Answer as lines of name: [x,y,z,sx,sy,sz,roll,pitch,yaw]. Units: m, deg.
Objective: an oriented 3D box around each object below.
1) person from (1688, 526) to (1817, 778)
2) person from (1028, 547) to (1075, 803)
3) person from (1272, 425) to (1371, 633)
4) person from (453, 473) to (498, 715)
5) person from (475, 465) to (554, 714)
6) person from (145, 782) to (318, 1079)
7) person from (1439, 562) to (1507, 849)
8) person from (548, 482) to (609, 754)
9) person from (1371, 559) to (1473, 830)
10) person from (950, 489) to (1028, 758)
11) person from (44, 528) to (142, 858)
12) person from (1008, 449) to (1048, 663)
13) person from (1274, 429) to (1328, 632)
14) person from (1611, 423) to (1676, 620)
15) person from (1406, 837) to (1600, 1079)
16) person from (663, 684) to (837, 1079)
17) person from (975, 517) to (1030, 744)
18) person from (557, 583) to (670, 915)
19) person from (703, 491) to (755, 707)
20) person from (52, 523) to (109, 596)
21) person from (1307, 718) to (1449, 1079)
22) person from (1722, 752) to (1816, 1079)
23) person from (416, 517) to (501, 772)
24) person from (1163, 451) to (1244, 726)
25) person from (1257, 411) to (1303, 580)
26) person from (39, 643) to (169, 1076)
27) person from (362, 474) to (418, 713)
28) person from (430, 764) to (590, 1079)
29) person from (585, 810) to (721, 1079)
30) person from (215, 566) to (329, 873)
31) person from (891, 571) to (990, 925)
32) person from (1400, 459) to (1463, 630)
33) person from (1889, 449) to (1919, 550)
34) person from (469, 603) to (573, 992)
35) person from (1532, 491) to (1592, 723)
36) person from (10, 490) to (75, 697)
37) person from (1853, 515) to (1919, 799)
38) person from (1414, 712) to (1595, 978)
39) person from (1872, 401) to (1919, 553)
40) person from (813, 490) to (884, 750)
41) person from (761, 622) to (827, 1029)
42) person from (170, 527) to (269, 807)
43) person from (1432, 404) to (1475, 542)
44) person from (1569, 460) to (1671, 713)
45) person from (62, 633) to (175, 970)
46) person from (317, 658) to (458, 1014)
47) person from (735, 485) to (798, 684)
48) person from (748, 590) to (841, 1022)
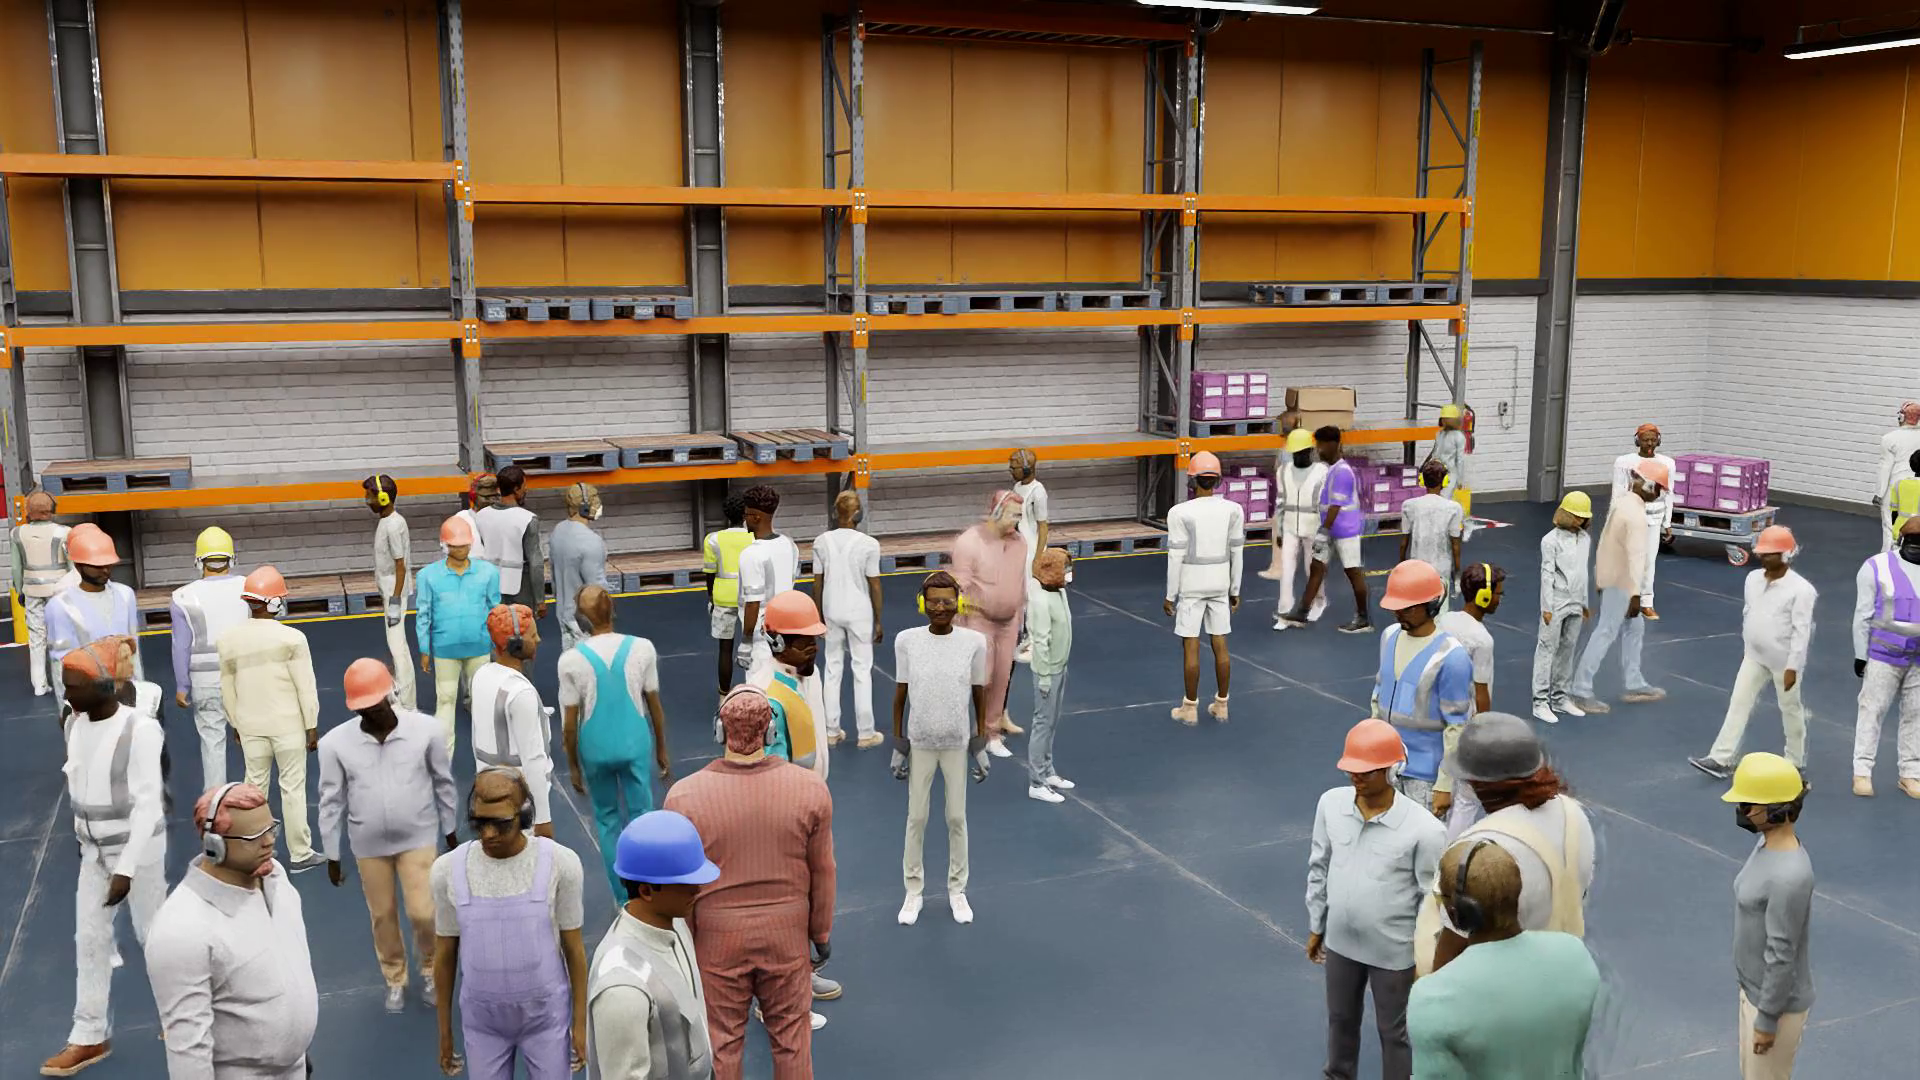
person: [5.282,0.763,10.951,0.866,1.704,0.590,-4,11,-21]
person: [0.594,0.850,10.689,0.265,1.632,0.508,3,10,17]
person: [3.355,-0.092,15.282,0.975,1.910,0.587,-1,10,-4]
person: [-3.635,0.401,12.688,0.403,1.836,0.564,6,12,32]
person: [-3.370,0.397,12.481,0.597,1.916,0.371,5,11,26]
person: [-2.196,1.672,5.170,0.403,1.906,0.651,1,10,4]
person: [2.745,1.031,9.021,0.335,1.855,0.532,-2,10,-10]
person: [-2.593,0.558,11.491,0.363,1.939,0.636,-8,13,-39]
person: [2.194,1.094,8.131,0.385,2.036,0.607,-5,11,-25]
person: [0.184,0.568,11.626,0.683,1.873,0.532,-7,12,-36]
person: [-4.943,0.886,9.612,0.371,1.935,0.551,5,11,25]
person: [0.563,0.127,14.261,0.332,1.837,0.517,-4,11,-24]
person: [3.234,-0.119,15.550,0.585,1.887,0.830,6,12,32]
person: [6.500,-0.172,15.862,0.575,1.883,0.355,1,10,3]
person: [1.524,1.771,4.602,0.645,1.912,0.807,-3,10,-18]
person: [-0.789,1.479,6.280,0.646,1.908,0.408,-2,10,-14]
person: [0.302,0.610,11.913,0.325,1.685,0.533,6,12,32]
person: [-1.760,1.127,8.545,0.558,1.823,0.567,-3,10,-17]
person: [-1.683,0.472,12.688,0.536,1.696,0.318,0,10,-2]
person: [-5.658,0.756,10.881,0.334,1.753,0.562,0,10,-3]
person: [1.570,1.534,6.399,0.566,1.750,0.341,10,14,44]
person: [2.853,1.615,5.935,0.344,1.756,0.532,3,10,19]
person: [-3.345,0.707,11.169,0.574,1.749,0.336,-4,11,-23]
person: [1.791,0.357,12.353,0.614,2.040,0.391,-3,10,-17]
person: [3.561,-0.456,17.690,0.674,1.826,0.507,5,11,27]
person: [-3.612,1.351,7.211,0.599,1.872,0.718,4,11,23]
person: [-4.258,0.433,12.428,0.319,1.864,0.532,-4,11,-23]
person: [-1.505,1.631,5.616,0.511,1.837,0.351,-1,10,-4]
person: [-0.881,1.714,4.835,0.413,1.942,0.607,0,10,0]
person: [-3.872,1.015,9.391,0.563,1.752,0.326,2,10,9]
person: [-0.102,1.079,8.676,0.519,1.877,0.328,0,10,-2]
person: [3.772,0.282,13.321,0.510,1.860,0.335,6,12,32]
person: [8.873,-0.009,15.455,0.321,1.697,0.529,-3,10,-18]
person: [-2.079,1.224,7.814,0.345,1.882,0.584,-8,13,-39]
person: [4.546,0.493,12.457,0.484,1.735,0.311,-6,11,-31]
person: [-7.173,0.429,13.101,0.523,1.636,0.308,0,10,-3]
person: [6.072,0.749,10.682,0.624,1.841,0.430,2,10,11]
person: [1.809,1.514,5.691,0.709,2.000,0.546,-8,13,-39]
person: [10.106,-0.529,17.834,0.643,1.913,0.410,-1,10,-4]
person: [-0.787,0.566,11.727,0.506,1.840,0.342,3,10,18]
person: [-0.804,1.246,7.585,0.390,1.920,0.587,0,10,-1]
person: [-4.533,0.827,10.248,0.599,1.832,0.404,-8,13,-39]
person: [5.865,-0.773,19.785,0.761,1.719,0.478,-4,10,-20]
person: [5.127,0.351,12.731,0.899,1.915,0.716,1,10,8]
person: [-4.151,1.270,8.239,0.308,1.645,0.510,6,12,32]
person: [-2.589,1.347,7.555,0.588,1.719,0.503,-3,10,-15]
person: [-1.305,0.608,11.126,0.366,1.965,0.607,4,11,21]
person: [-0.766,1.205,7.600,0.384,1.993,0.623,3,10,19]
